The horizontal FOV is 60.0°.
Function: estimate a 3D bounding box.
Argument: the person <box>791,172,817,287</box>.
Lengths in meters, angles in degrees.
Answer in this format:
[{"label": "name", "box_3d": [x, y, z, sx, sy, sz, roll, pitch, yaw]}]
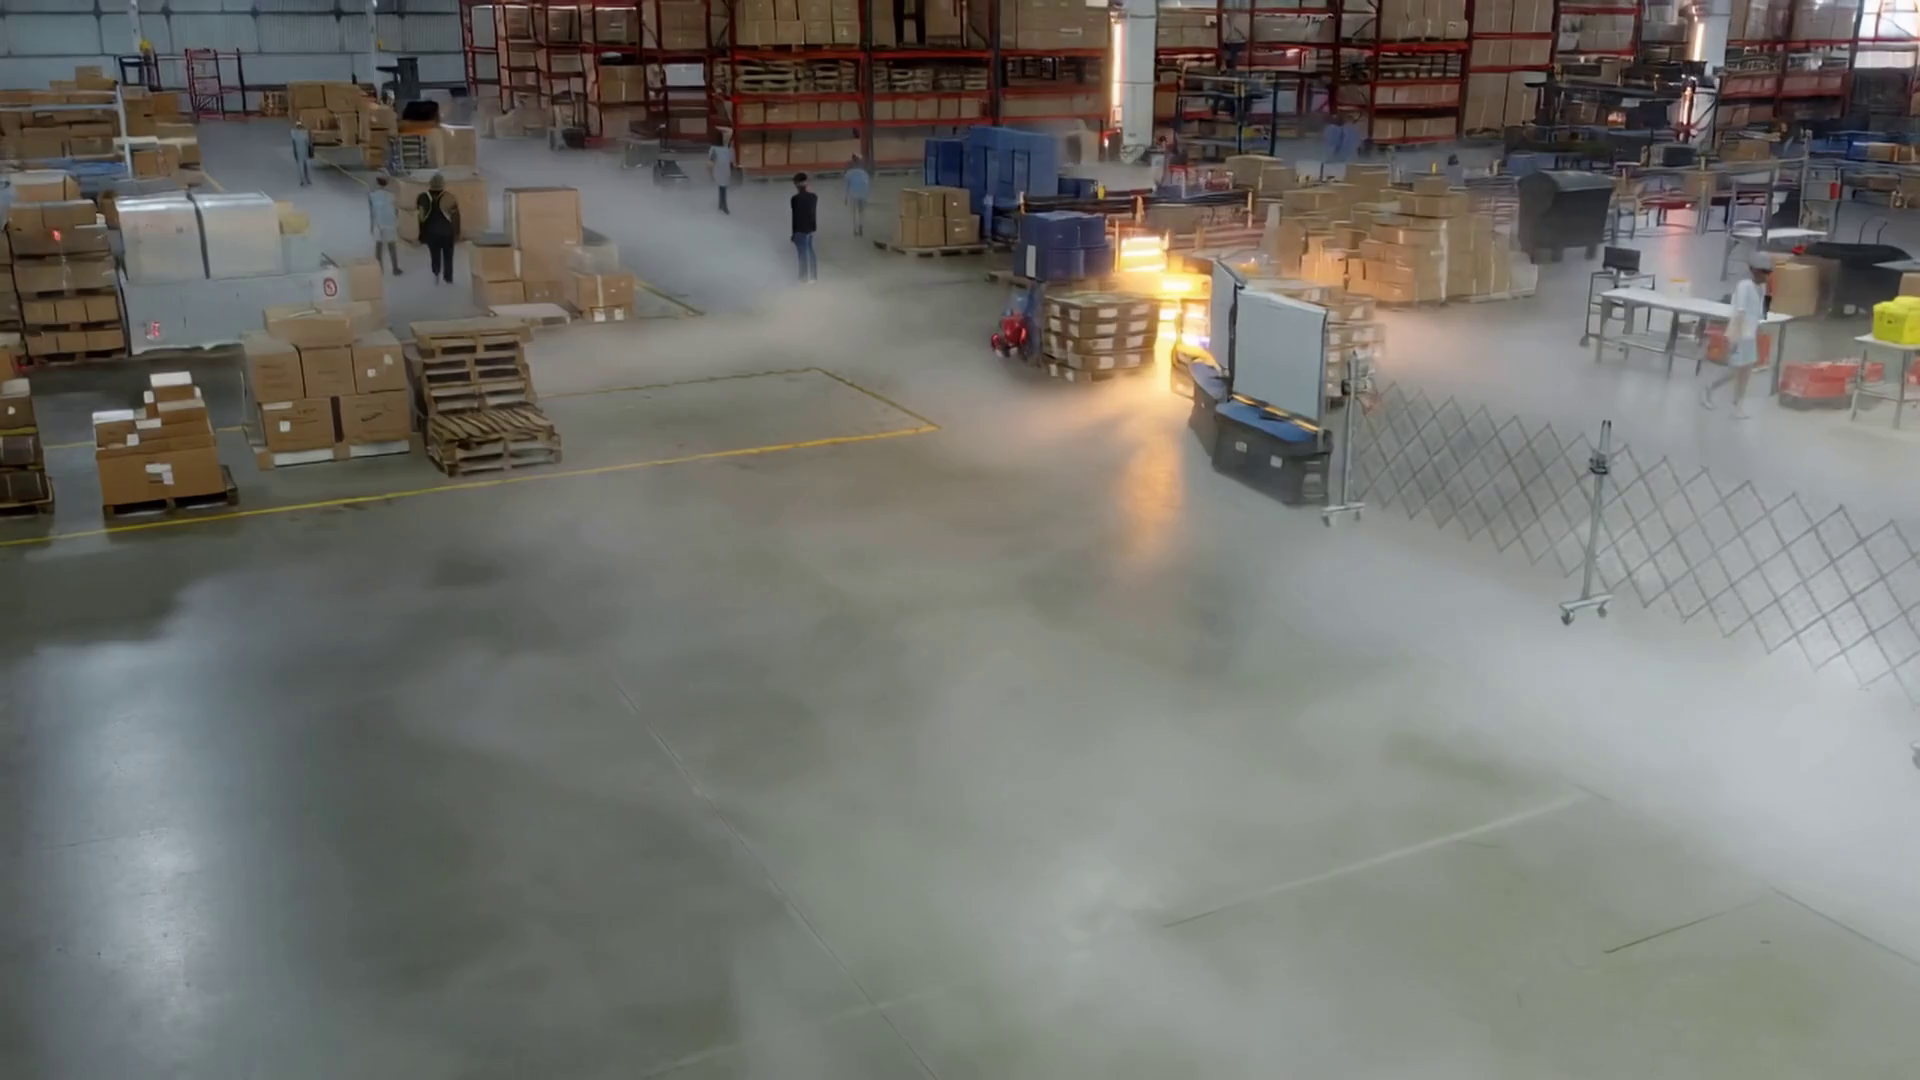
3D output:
[{"label": "person", "box_3d": [-2.756, -5.458, 29.275, 0.384, 1.993, 0.623, 13, 22, 34]}]

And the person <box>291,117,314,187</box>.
[{"label": "person", "box_3d": [-18.035, -10.630, 45.604, 0.329, 1.872, 0.508, 13, 22, 36]}]

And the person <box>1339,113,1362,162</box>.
[{"label": "person", "box_3d": [11.071, -11.125, 47.114, 0.648, 1.895, 0.452, -5, 18, -14]}]

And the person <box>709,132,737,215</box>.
[{"label": "person", "box_3d": [-5.687, -8.782, 39.763, 0.626, 1.921, 0.997, -10, 21, -29]}]

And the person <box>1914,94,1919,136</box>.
[{"label": "person", "box_3d": [36.983, -16.490, 63.743, 0.602, 1.949, 0.392, 0, 18, 0]}]

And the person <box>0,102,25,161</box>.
[{"label": "person", "box_3d": [-29.614, -12.710, 52.004, 0.639, 1.928, 0.476, -6, 19, -17]}]

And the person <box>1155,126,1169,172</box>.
[{"label": "person", "box_3d": [5.407, -10.361, 45.073, 0.660, 1.679, 0.539, -12, 21, -32]}]

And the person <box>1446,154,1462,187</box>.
[{"label": "person", "box_3d": [10.697, -7.476, 35.980, 0.816, 1.734, 0.529, -7, 19, -20]}]

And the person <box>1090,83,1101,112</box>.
[{"label": "person", "box_3d": [5.593, -17.848, 68.275, 0.606, 1.775, 0.958, 3, 18, 8]}]

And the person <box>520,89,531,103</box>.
[{"label": "person", "box_3d": [-17.277, -17.192, 66.476, 0.530, 1.599, 0.819, 8, 19, 23]}]

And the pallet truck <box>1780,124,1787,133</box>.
[{"label": "pallet truck", "box_3d": [25.206, -12.542, 52.601, 1.601, 1.201, 0.680, 0, 18, -2]}]

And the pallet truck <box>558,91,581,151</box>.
[{"label": "pallet truck", "box_3d": [-13.495, -14.412, 57.188, 0.823, 1.965, 1.885, -3, 18, -9]}]

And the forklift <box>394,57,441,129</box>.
[{"label": "forklift", "box_3d": [-22.181, -18.076, 67.189, 1.873, 2.768, 1.129, 5, 19, 17]}]

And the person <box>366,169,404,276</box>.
[{"label": "person", "box_3d": [-10.549, -5.816, 30.487, 0.551, 1.934, 0.373, 1, 18, 3]}]

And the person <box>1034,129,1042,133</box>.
[{"label": "person", "box_3d": [2.018, -9.982, 43.894, 0.749, 1.664, 0.548, -11, 21, -31]}]

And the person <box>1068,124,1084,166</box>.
[{"label": "person", "box_3d": [3.145, -10.040, 43.880, 0.765, 1.803, 0.595, -11, 21, -30]}]

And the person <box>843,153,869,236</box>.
[{"label": "person", "box_3d": [-2.237, -7.431, 35.802, 0.550, 1.752, 0.372, -1, 18, -4]}]

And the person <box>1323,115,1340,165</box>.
[{"label": "person", "box_3d": [11.413, -12.224, 51.016, 0.511, 1.594, 0.853, -7, 19, -21]}]

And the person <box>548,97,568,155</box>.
[{"label": "person", "box_3d": [-13.500, -13.841, 55.620, 0.956, 1.859, 0.710, 9, 20, 26]}]

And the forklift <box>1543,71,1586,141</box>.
[{"label": "forklift", "box_3d": [18.685, -13.231, 52.085, 1.873, 2.768, 1.129, -9, 20, -26]}]

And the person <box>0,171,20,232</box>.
[{"label": "person", "box_3d": [-17.877, -6.010, 31.237, 0.527, 1.850, 0.739, -12, 21, -33]}]

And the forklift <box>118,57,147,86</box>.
[{"label": "forklift", "box_3d": [-32.934, -17.846, 66.470, 1.129, 2.768, 1.873, -9, 20, -26]}]

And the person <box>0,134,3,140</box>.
[{"label": "person", "box_3d": [-35.966, -15.724, 61.416, 0.908, 1.904, 0.583, -16, 24, -41]}]

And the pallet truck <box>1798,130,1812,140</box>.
[{"label": "pallet truck", "box_3d": [25.526, -11.556, 49.408, 1.630, 1.274, 0.653, -9, 20, -26]}]

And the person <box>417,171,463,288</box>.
[{"label": "person", "box_3d": [-9.107, -5.471, 29.244, 0.708, 2.000, 0.561, -1, 18, -2]}]

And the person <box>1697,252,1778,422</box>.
[{"label": "person", "box_3d": [9.289, -2.431, 19.806, 0.647, 2.019, 0.612, -13, 22, -35]}]
